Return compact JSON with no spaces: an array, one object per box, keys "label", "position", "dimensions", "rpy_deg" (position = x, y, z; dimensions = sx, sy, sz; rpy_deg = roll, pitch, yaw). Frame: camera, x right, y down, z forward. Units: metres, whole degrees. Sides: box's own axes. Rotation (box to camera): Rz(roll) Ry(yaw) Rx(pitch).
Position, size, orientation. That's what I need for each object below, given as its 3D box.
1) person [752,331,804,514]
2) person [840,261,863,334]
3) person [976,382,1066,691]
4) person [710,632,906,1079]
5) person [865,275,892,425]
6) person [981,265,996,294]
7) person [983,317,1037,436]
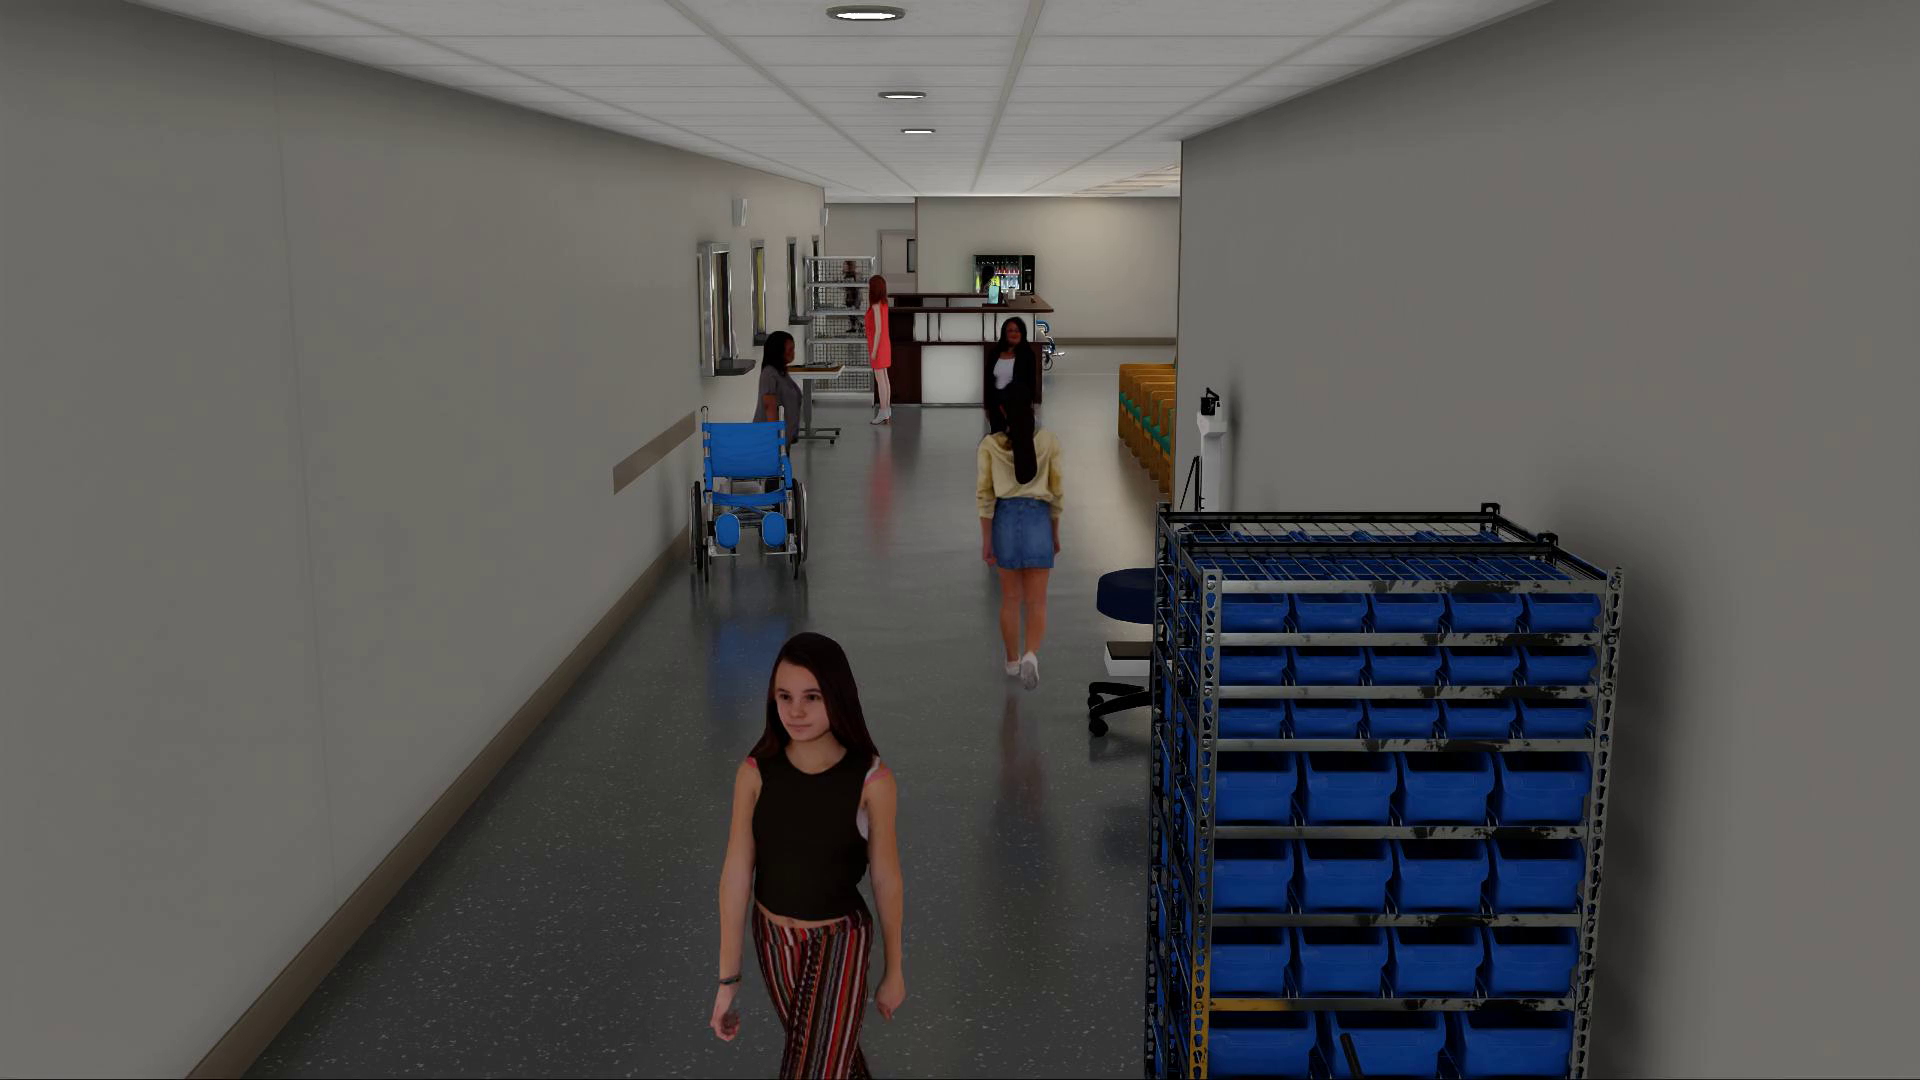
[{"label":"person","position":[-1.502,-0.881,13.398],"dimensions":[0.625,1.602,0.618],"rpy_deg":[0,11,0]},{"label":"person","position":[-2.461,-5.531,37.715],"dimensions":[0.942,1.672,0.854],"rpy_deg":[-3,11,-18]},{"label":"person","position":[0.330,0.003,8.728],"dimensions":[1.006,1.605,0.730],"rpy_deg":[1,11,4]},{"label":"person","position":[-0.319,0.963,3.898],"dimensions":[1.096,1.521,0.840],"rpy_deg":[3,11,16]},{"label":"person","position":[-0.995,-2.356,20.570],"dimensions":[0.576,1.826,0.638],"rpy_deg":[2,11,10]},{"label":"person","position":[0.390,-3.907,29.098],"dimensions":[1.114,1.694,0.785],"rpy_deg":[-3,11,-16]},{"label":"person","position":[0.462,-1.227,15.184],"dimensions":[0.654,1.615,0.771],"rpy_deg":[3,11,16]}]
